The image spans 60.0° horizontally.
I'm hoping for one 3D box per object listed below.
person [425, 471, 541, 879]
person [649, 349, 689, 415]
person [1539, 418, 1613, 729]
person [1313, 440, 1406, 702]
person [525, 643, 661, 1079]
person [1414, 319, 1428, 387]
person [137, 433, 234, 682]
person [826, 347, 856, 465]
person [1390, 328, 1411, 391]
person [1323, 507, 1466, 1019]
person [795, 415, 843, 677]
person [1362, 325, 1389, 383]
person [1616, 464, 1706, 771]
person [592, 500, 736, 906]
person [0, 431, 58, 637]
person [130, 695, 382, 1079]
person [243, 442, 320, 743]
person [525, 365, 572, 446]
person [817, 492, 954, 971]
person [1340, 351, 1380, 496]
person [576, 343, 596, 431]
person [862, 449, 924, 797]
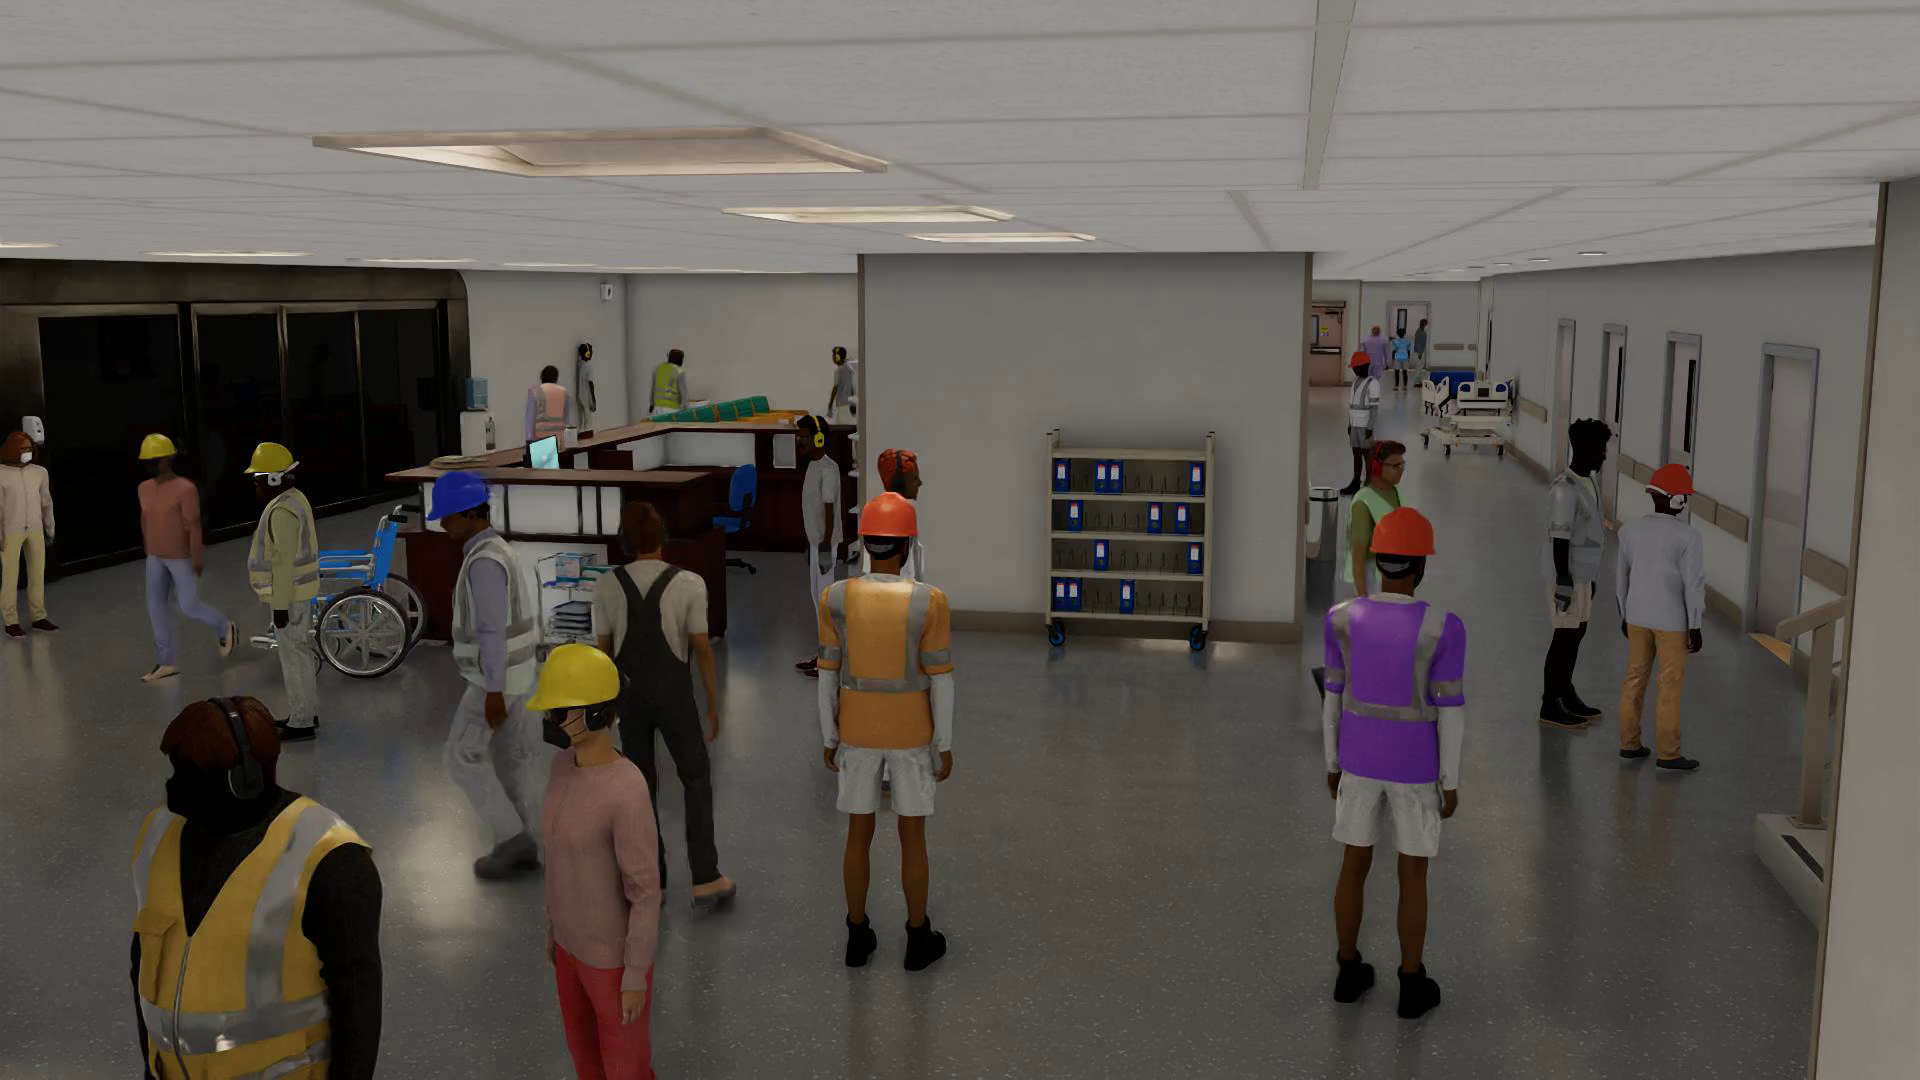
[{"bbox_3d":[-2.191,0.630,7.700,0.484,1.913,0.657,-2,9,-14],"label":"person"},{"bbox_3d":[-4.597,-2.113,26.313,0.656,1.800,0.507,6,10,35],"label":"person"},{"bbox_3d":[3.849,0.206,10.417,0.386,1.952,0.614,6,10,34],"label":"person"},{"bbox_3d":[2.566,0.277,10.355,0.733,1.825,0.582,6,10,35],"label":"person"},{"bbox_3d":[-1.039,1.159,4.696,0.316,1.767,0.535,-7,11,-39],"label":"person"},{"bbox_3d":[12.920,-5.237,46.625,0.386,1.928,0.641,3,9,22],"label":"person"},{"bbox_3d":[-5.544,0.097,11.817,0.532,1.742,0.668,3,9,18],"label":"person"},{"bbox_3d":[-1.930,-2.097,26.022,0.672,1.847,0.563,3,9,21],"label":"person"},{"bbox_3d":[11.947,-4.893,45.121,0.574,1.695,0.316,-1,9,-9],"label":"person"},{"bbox_3d":[1.644,0.837,6.313,0.539,1.931,0.381,6,10,33],"label":"person"},{"bbox_3d":[-1.000,0.040,11.820,0.325,1.862,0.508,-3,9,-19],"label":"person"},{"bbox_3d":[10.257,-4.368,41.104,0.666,1.860,1.008,4,10,27],"label":"person"},{"bbox_3d":[4.026,0.436,9.532,0.327,1.753,0.563,-5,10,-28],"label":"person"},{"bbox_3d":[-1.349,0.734,7.398,0.585,1.813,0.471,0,9,0],"label":"person"},{"bbox_3d":[-7.442,-0.052,13.217,0.284,1.628,0.504,5,10,29],"label":"person"},{"bbox_3d":[-1.636,1.254,3.841,0.624,1.841,0.430,3,9,17],"label":"person"},{"bbox_3d":[-4.105,0.316,10.116,0.403,1.824,0.595,-3,9,-17],"label":"person"},{"bbox_3d":[-5.124,-1.256,20.602,0.432,1.804,0.679,8,11,41],"label":"person"},{"bbox_3d":[-0.289,0.770,6.720,0.553,1.934,0.364,2,9,11],"label":"person"},{"bbox_3d":[5.309,-1.539,22.071,0.374,1.928,0.542,-3,9,-20],"label":"person"},{"bbox_3d":[-6.170,-2.296,27.329,0.521,1.862,0.328,7,11,38],"label":"person"},{"bbox_3d":[-0.360,0.446,9.041,0.349,1.882,0.577,-3,9,-17],"label":"person"}]
